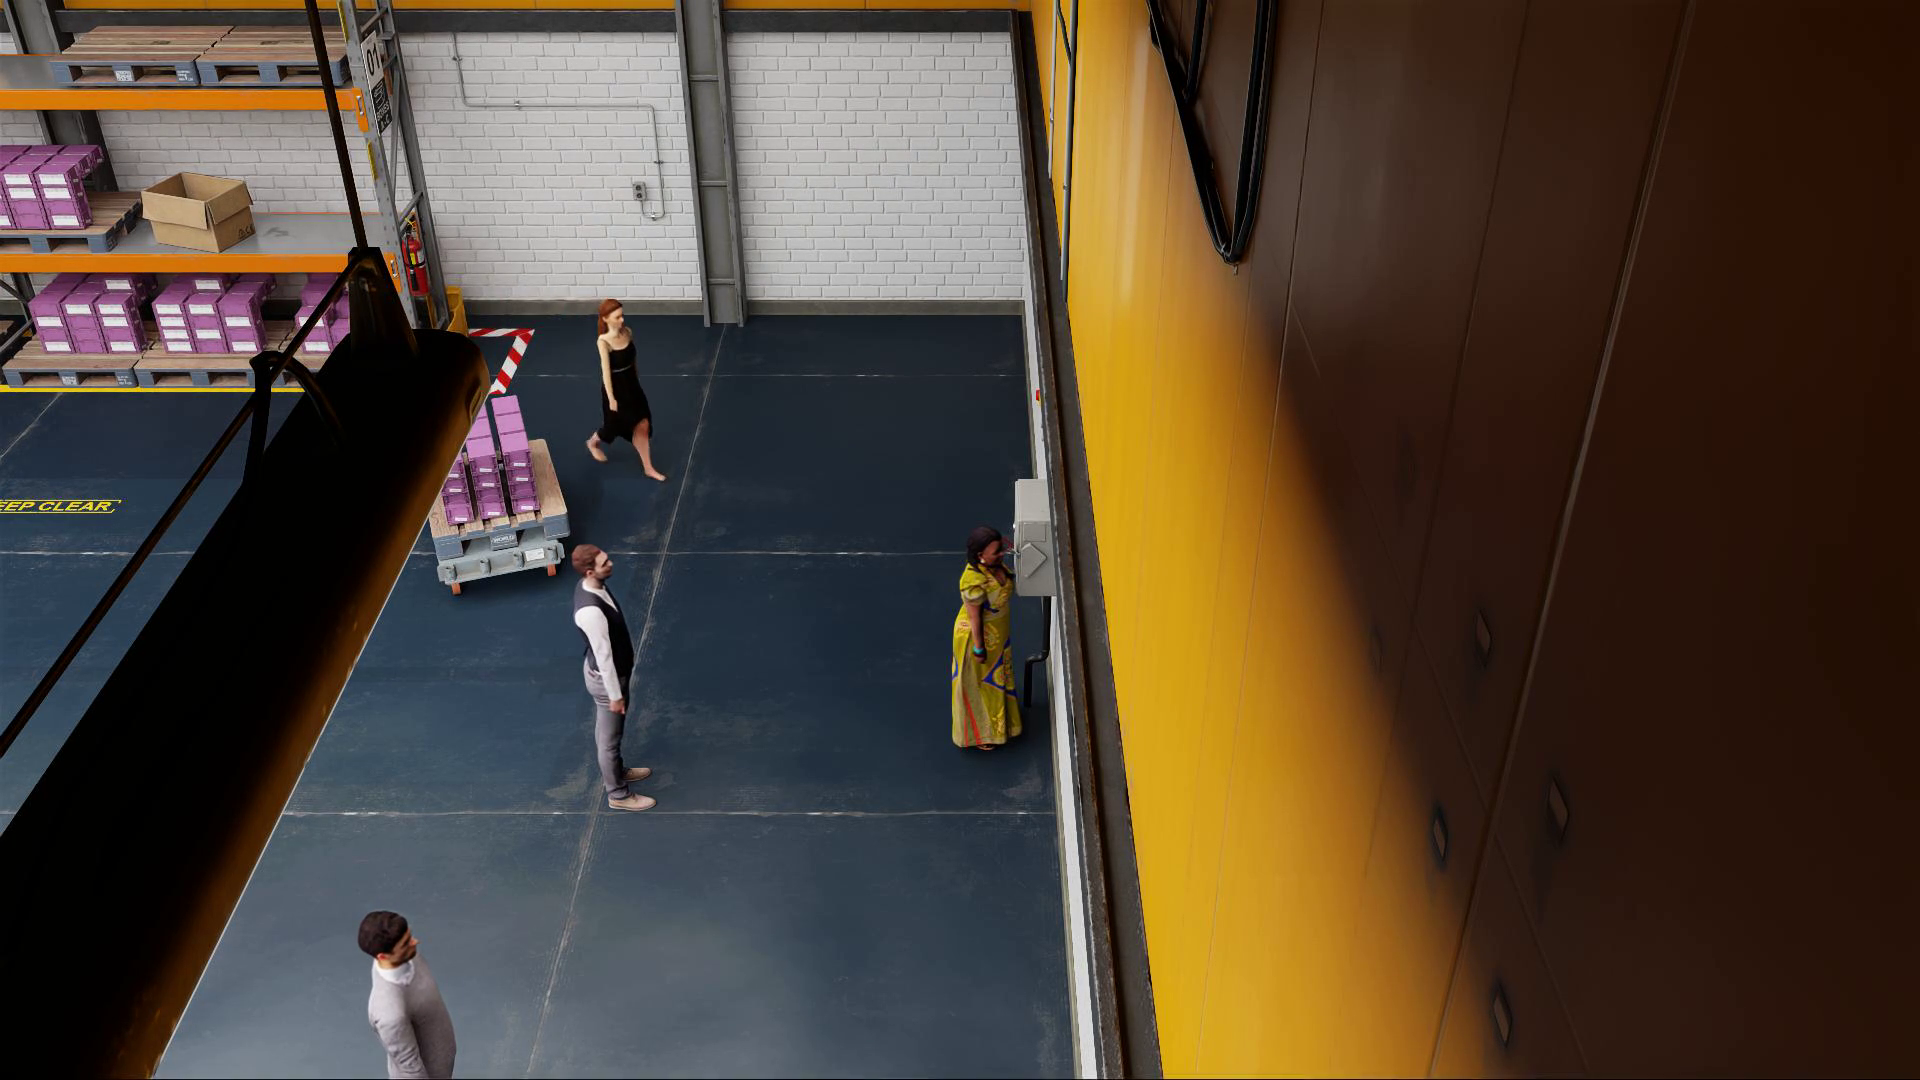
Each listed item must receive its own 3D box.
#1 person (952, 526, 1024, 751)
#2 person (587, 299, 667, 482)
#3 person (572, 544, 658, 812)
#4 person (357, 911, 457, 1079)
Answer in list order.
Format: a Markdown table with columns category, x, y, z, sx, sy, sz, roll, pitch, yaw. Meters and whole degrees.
| category | x | y | z | sx | sy | sz | roll | pitch | yaw |
| --- | --- | --- | --- | --- | --- | --- | --- | --- | --- |
| person | 0.152 | 0.615 | 10.959 | 0.885 | 1.661 | 0.935 | 8 | 35 | 13 |
| person | -2.881 | -1.252 | 13.827 | 1.101 | 1.594 | 0.954 | 22 | 40 | 30 |
| person | -2.209 | 0.835 | 10.376 | 0.644 | 1.938 | 0.704 | -7 | 34 | -11 |
| person | -2.567 | 2.478 | 7.917 | 0.730 | 1.923 | 0.798 | -8 | 34 | -12 |
